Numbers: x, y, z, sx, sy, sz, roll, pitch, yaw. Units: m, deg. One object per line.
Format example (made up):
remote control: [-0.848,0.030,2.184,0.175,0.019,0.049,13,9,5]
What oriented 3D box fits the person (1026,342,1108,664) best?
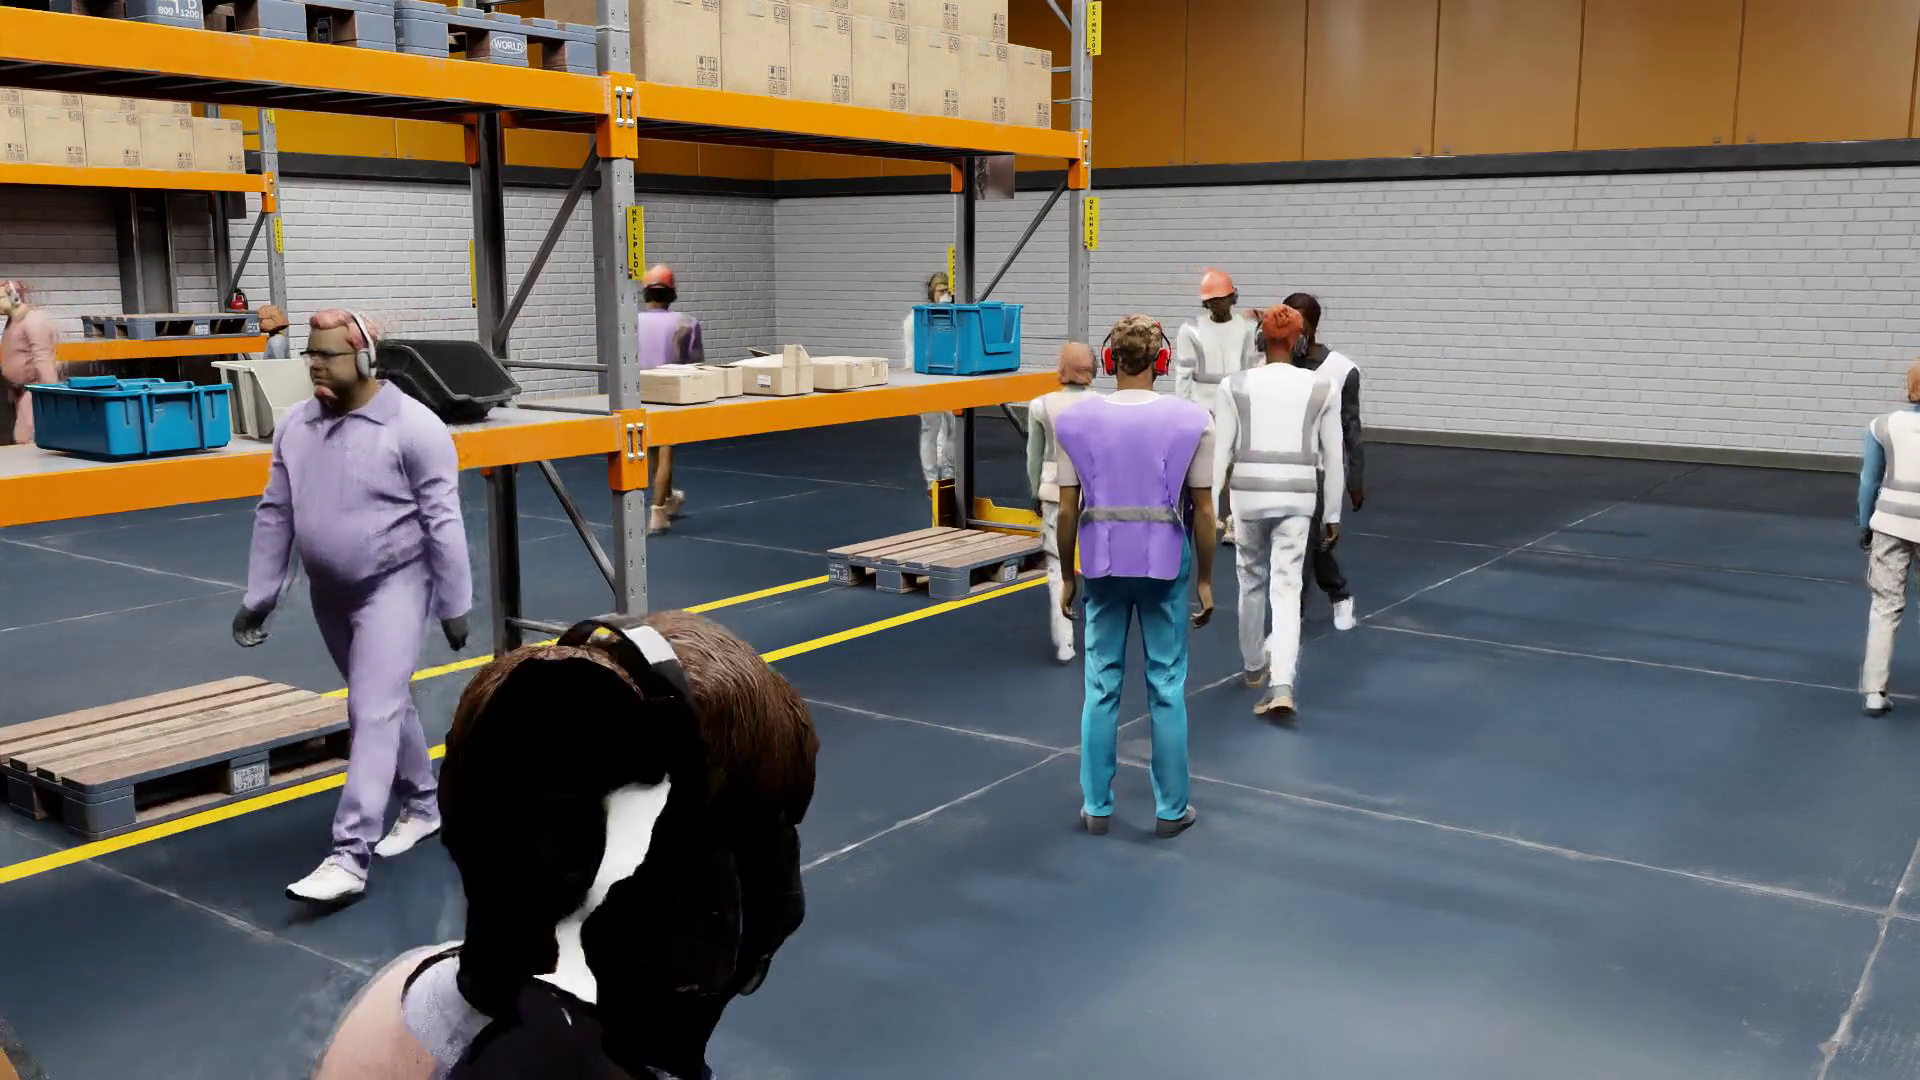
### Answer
person: [0.608,-0.207,8.555,0.526,1.601,0.814,2,10,13]

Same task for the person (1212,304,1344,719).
person: [1.405,-0.142,7.528,0.649,1.845,0.979,1,10,9]

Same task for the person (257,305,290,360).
person: [-6.106,-1.285,14.903,0.266,1.631,0.507,-3,10,-19]

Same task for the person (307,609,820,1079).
person: [-0.282,0.937,1.167,0.924,1.809,0.629,-7,12,-38]

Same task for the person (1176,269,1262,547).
person: [1.897,-0.974,12.090,0.678,1.979,1.041,0,10,0]

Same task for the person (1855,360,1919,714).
person: [4.308,-0.026,7.465,0.709,1.604,0.539,-9,13,-43]

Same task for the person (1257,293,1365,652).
person: [1.879,-0.380,8.866,0.952,1.872,0.609,-8,13,-41]

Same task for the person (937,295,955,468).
person: [-0.092,-1.648,16.578,0.629,1.808,0.919,0,10,-1]

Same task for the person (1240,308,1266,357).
person: [2.438,-1.134,14.029,0.385,1.623,0.538,-6,11,-31]

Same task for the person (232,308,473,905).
person: [-1.985,0.202,5.371,0.660,1.867,0.950,4,10,24]

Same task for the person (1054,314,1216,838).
person: [0.606,0.139,5.811,0.564,1.839,0.390,2,10,11]

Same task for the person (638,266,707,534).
person: [-2.229,-1.068,12.585,0.622,1.979,1.104,1,10,5]

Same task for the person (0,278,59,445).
person: [-7.597,-1.193,13.620,0.670,1.883,0.471,9,13,41]

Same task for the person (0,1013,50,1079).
person: [-1.519,0.719,2.529,1.005,1.785,0.518,-5,11,-27]

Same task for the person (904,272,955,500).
person: [-0.153,-1.262,13.898,0.659,1.923,0.473,-5,11,-28]
